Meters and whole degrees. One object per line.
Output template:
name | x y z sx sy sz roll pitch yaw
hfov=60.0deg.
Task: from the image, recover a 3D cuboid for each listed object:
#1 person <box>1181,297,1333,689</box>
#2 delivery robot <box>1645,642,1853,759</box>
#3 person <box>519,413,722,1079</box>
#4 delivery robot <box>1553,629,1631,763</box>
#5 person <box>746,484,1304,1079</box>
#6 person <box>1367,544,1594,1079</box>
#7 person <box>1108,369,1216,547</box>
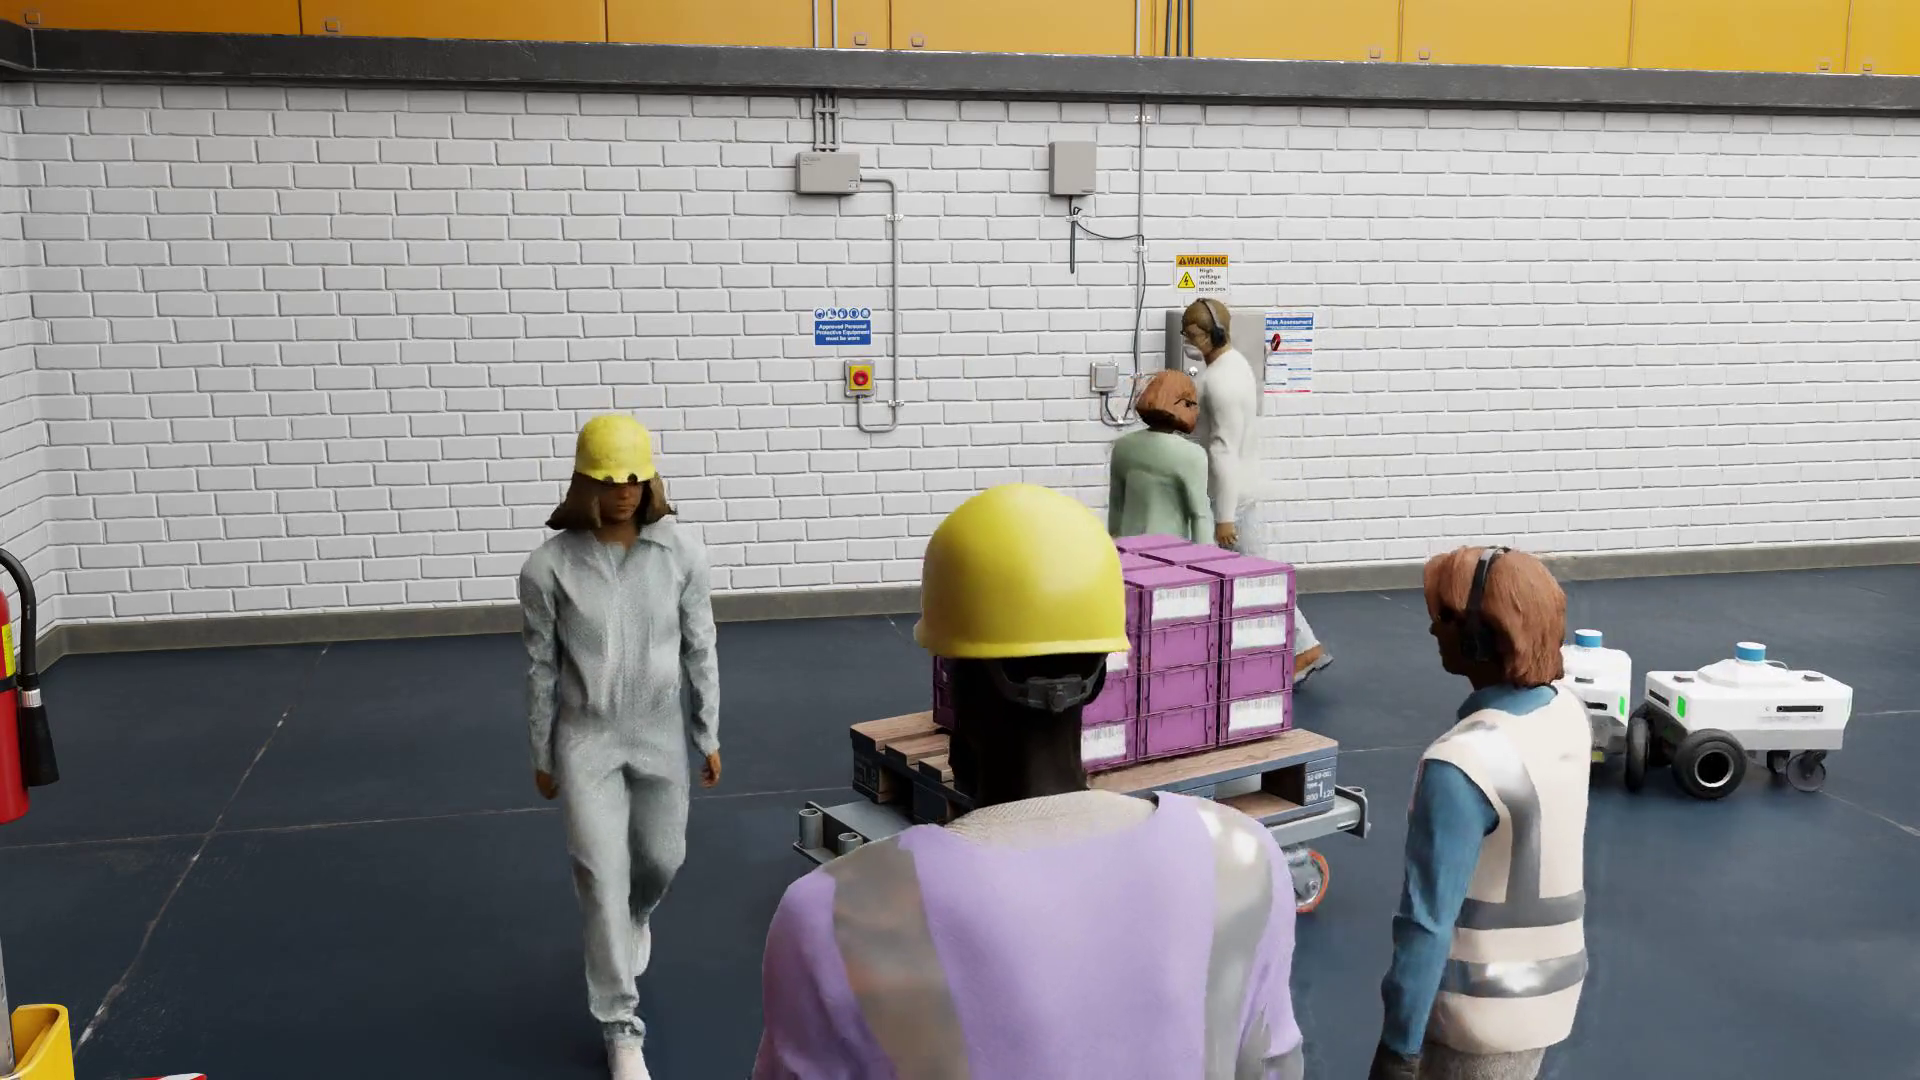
person | 1.288 -0.194 7.784 0.971 1.884 0.650 2 10 12
delivery robot | 3.083 0.645 6.515 0.707 0.478 0.477 0 10 -2
person | -0.906 0.498 4.386 0.502 1.712 0.779 -5 11 -24
delivery robot | 2.530 0.606 6.731 0.477 0.478 0.707 4 11 22
person | 0.052 0.870 1.868 0.608 1.871 0.983 -4 11 -22
person | 0.889 0.808 2.882 0.372 1.623 0.539 8 13 38
person | 0.775 0.119 6.741 0.449 1.618 0.559 -8 13 -36
